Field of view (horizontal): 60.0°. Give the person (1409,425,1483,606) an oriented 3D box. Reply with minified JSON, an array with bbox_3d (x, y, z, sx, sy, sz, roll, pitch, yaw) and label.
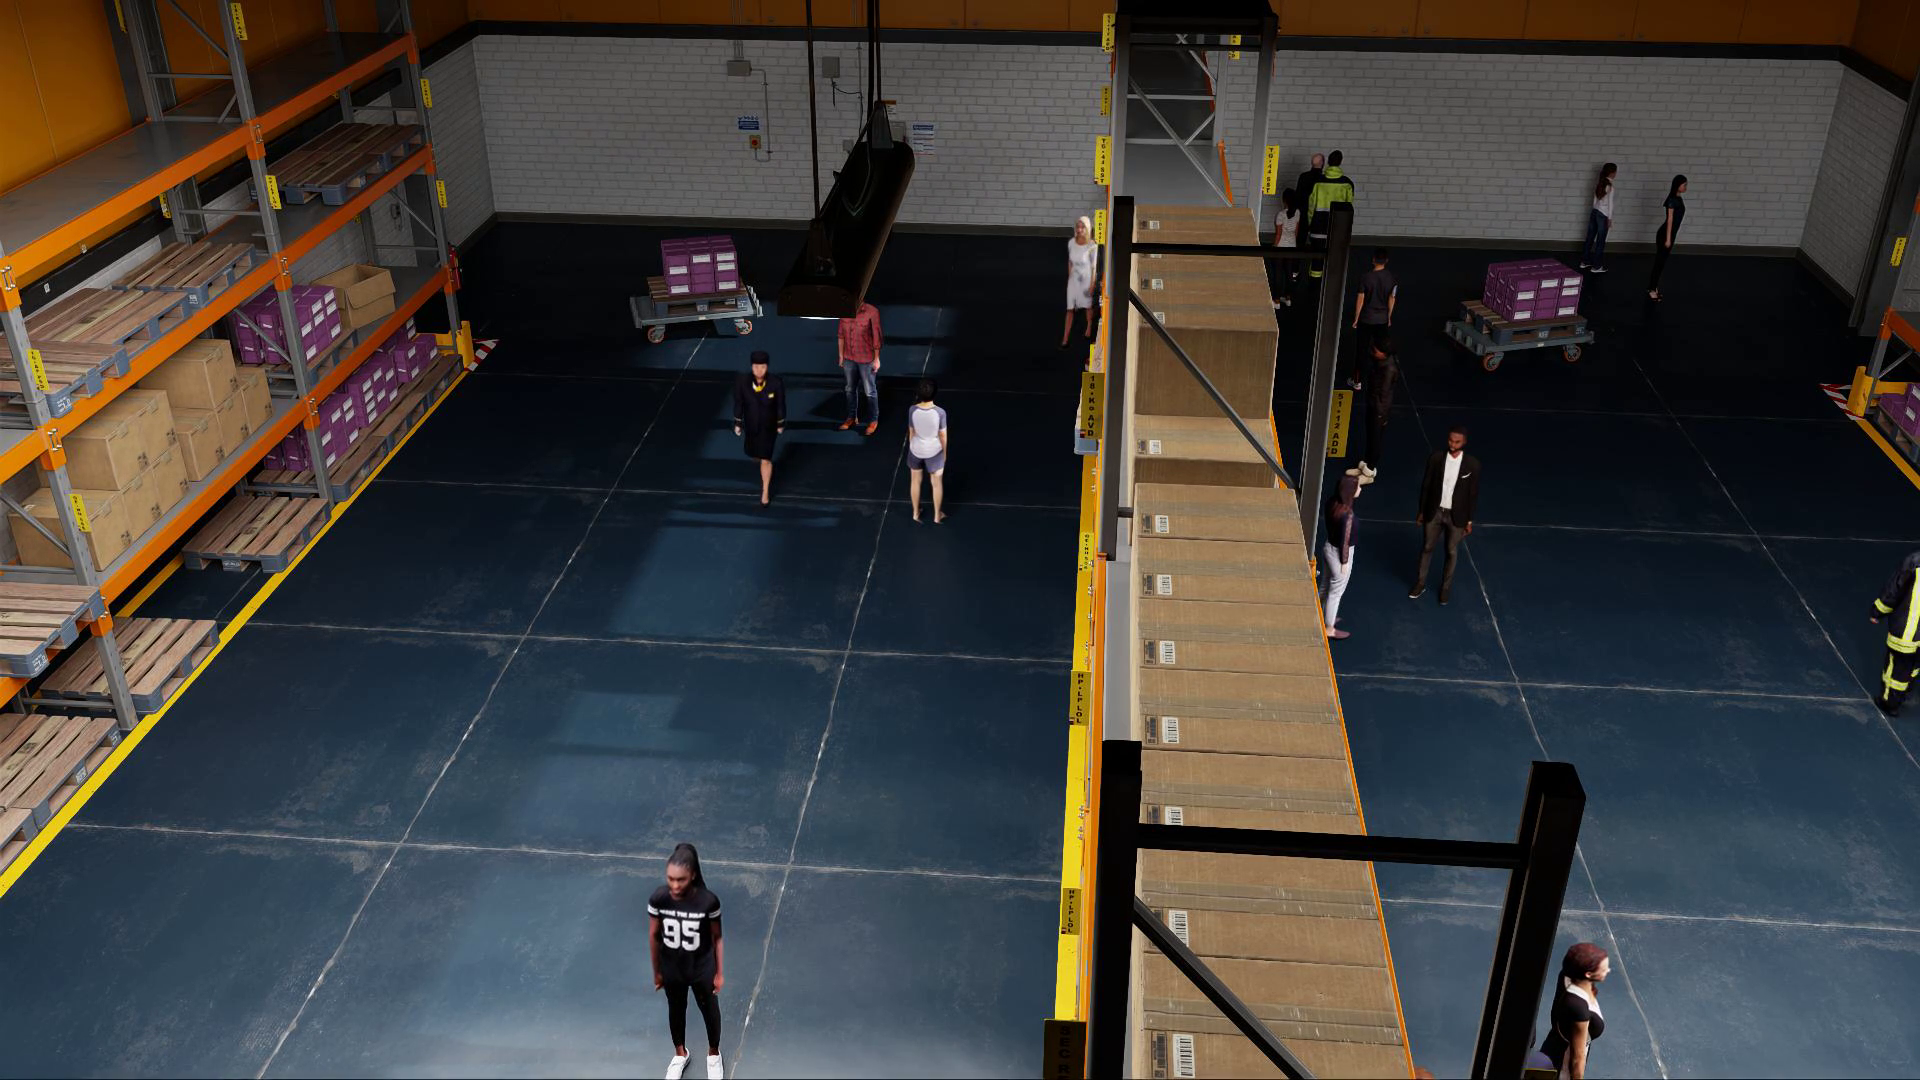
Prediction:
[{"bbox_3d":[4.530,-0.244,15.501,0.729,1.800,0.666,12,31,21],"label":"person"}]

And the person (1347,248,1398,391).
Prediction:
[{"bbox_3d":[4.958,-2.651,19.950,0.672,1.765,0.611,-3,29,-5],"label":"person"}]

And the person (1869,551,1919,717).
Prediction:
[{"bbox_3d":[7.981,0.658,13.789,0.809,1.855,0.802,0,29,0],"label":"person"}]

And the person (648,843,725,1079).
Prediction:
[{"bbox_3d":[-1.677,2.637,10.294,0.614,1.729,0.588,1,29,1],"label":"person"}]

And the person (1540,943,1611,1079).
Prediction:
[{"bbox_3d":[3.451,3.018,9.524,0.635,1.796,0.412,2,29,4],"label":"person"}]

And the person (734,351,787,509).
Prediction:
[{"bbox_3d":[-2.084,-1.211,17.426,0.687,1.653,0.967,2,29,4],"label":"person"}]

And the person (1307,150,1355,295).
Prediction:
[{"bbox_3d":[5.074,-4.378,22.888,0.779,1.983,0.648,5,29,8],"label":"person"}]

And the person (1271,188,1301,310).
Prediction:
[{"bbox_3d":[4.379,-3.943,22.442,0.659,1.646,0.702,-17,33,-29],"label":"person"}]

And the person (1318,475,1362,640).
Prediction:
[{"bbox_3d":[3.420,0.141,14.997,0.694,1.607,0.524,-4,29,-7],"label":"person"}]

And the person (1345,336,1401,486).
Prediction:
[{"bbox_3d":[4.479,-1.397,17.760,0.665,1.662,0.612,15,32,26],"label":"person"}]

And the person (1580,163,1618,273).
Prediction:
[{"bbox_3d":[9.158,-4.629,23.792,0.681,1.558,0.585,-11,30,-19],"label":"person"}]

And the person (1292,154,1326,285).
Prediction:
[{"bbox_3d":[4.912,-4.493,23.253,0.763,1.837,0.770,20,34,32],"label":"person"}]

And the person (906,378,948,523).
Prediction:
[{"bbox_3d":[-0.342,-0.925,16.997,0.584,1.563,0.550,5,29,9],"label":"person"}]

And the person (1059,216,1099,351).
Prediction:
[{"bbox_3d":[1.584,-3.294,21.198,0.832,1.699,1.137,13,31,23],"label":"person"}]

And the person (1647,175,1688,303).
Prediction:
[{"bbox_3d":[9.651,-4.136,22.701,0.692,1.737,0.577,17,33,28],"label":"person"}]

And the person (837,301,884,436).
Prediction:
[{"bbox_3d":[-1.135,-2.092,18.858,0.758,1.829,0.681,12,31,21],"label":"person"}]
